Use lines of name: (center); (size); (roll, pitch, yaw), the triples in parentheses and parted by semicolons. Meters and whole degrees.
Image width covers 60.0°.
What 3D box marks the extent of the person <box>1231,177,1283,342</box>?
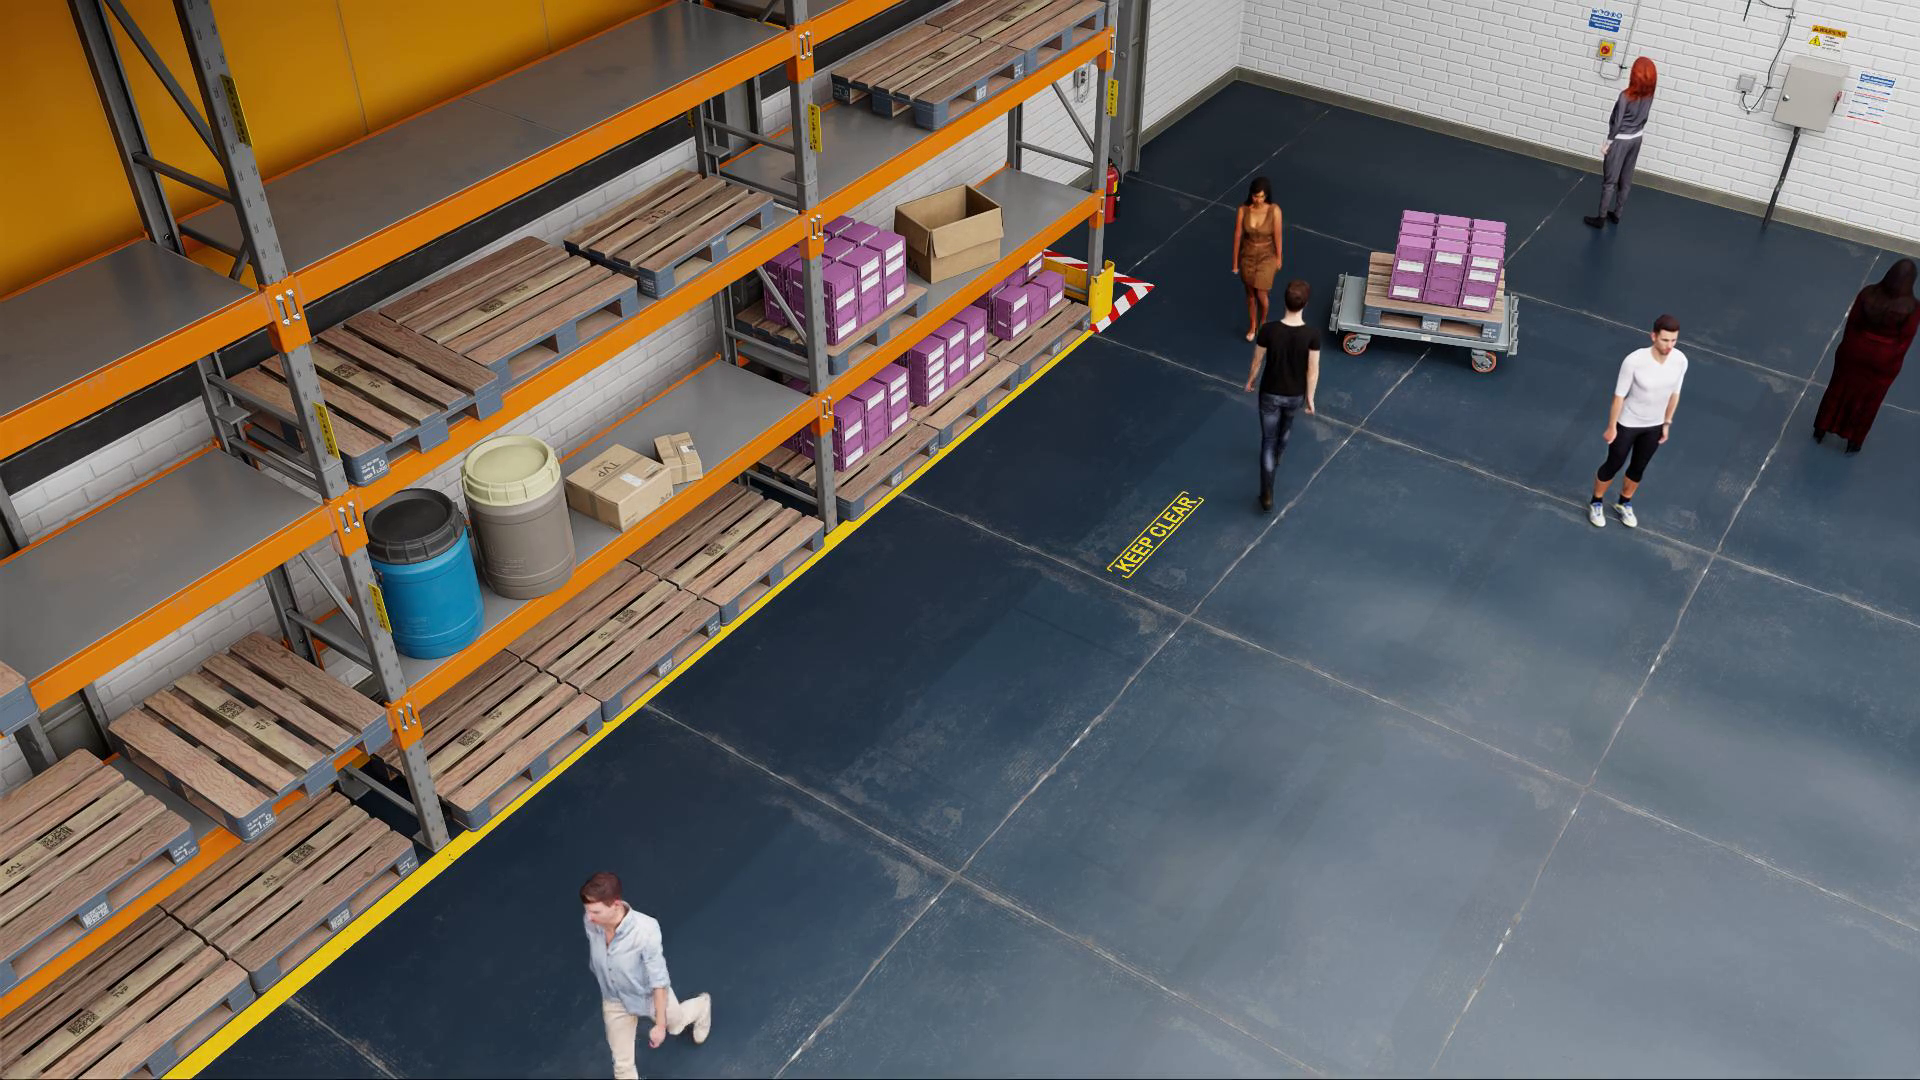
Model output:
person: (2.689, -2.550, 14.950); (0.638, 1.662, 0.631); (12, 40, 15)

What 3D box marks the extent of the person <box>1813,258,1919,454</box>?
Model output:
person: (7.421, -1.502, 13.561); (0.673, 1.758, 0.612); (28, 46, 30)

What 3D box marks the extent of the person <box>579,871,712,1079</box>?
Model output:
person: (-1.634, 2.320, 8.734); (0.880, 1.810, 1.275); (12, 40, 14)

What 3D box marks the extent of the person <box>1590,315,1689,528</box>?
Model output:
person: (5.214, -0.922, 12.763); (0.741, 1.848, 0.782); (-3, 39, -4)

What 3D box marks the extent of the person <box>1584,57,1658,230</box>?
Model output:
person: (6.644, -3.970, 16.633); (0.609, 1.782, 0.714); (-14, 41, -17)

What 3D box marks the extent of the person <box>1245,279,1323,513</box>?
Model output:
person: (2.502, -1.088, 12.966); (1.062, 1.853, 1.307); (5, 39, 7)
